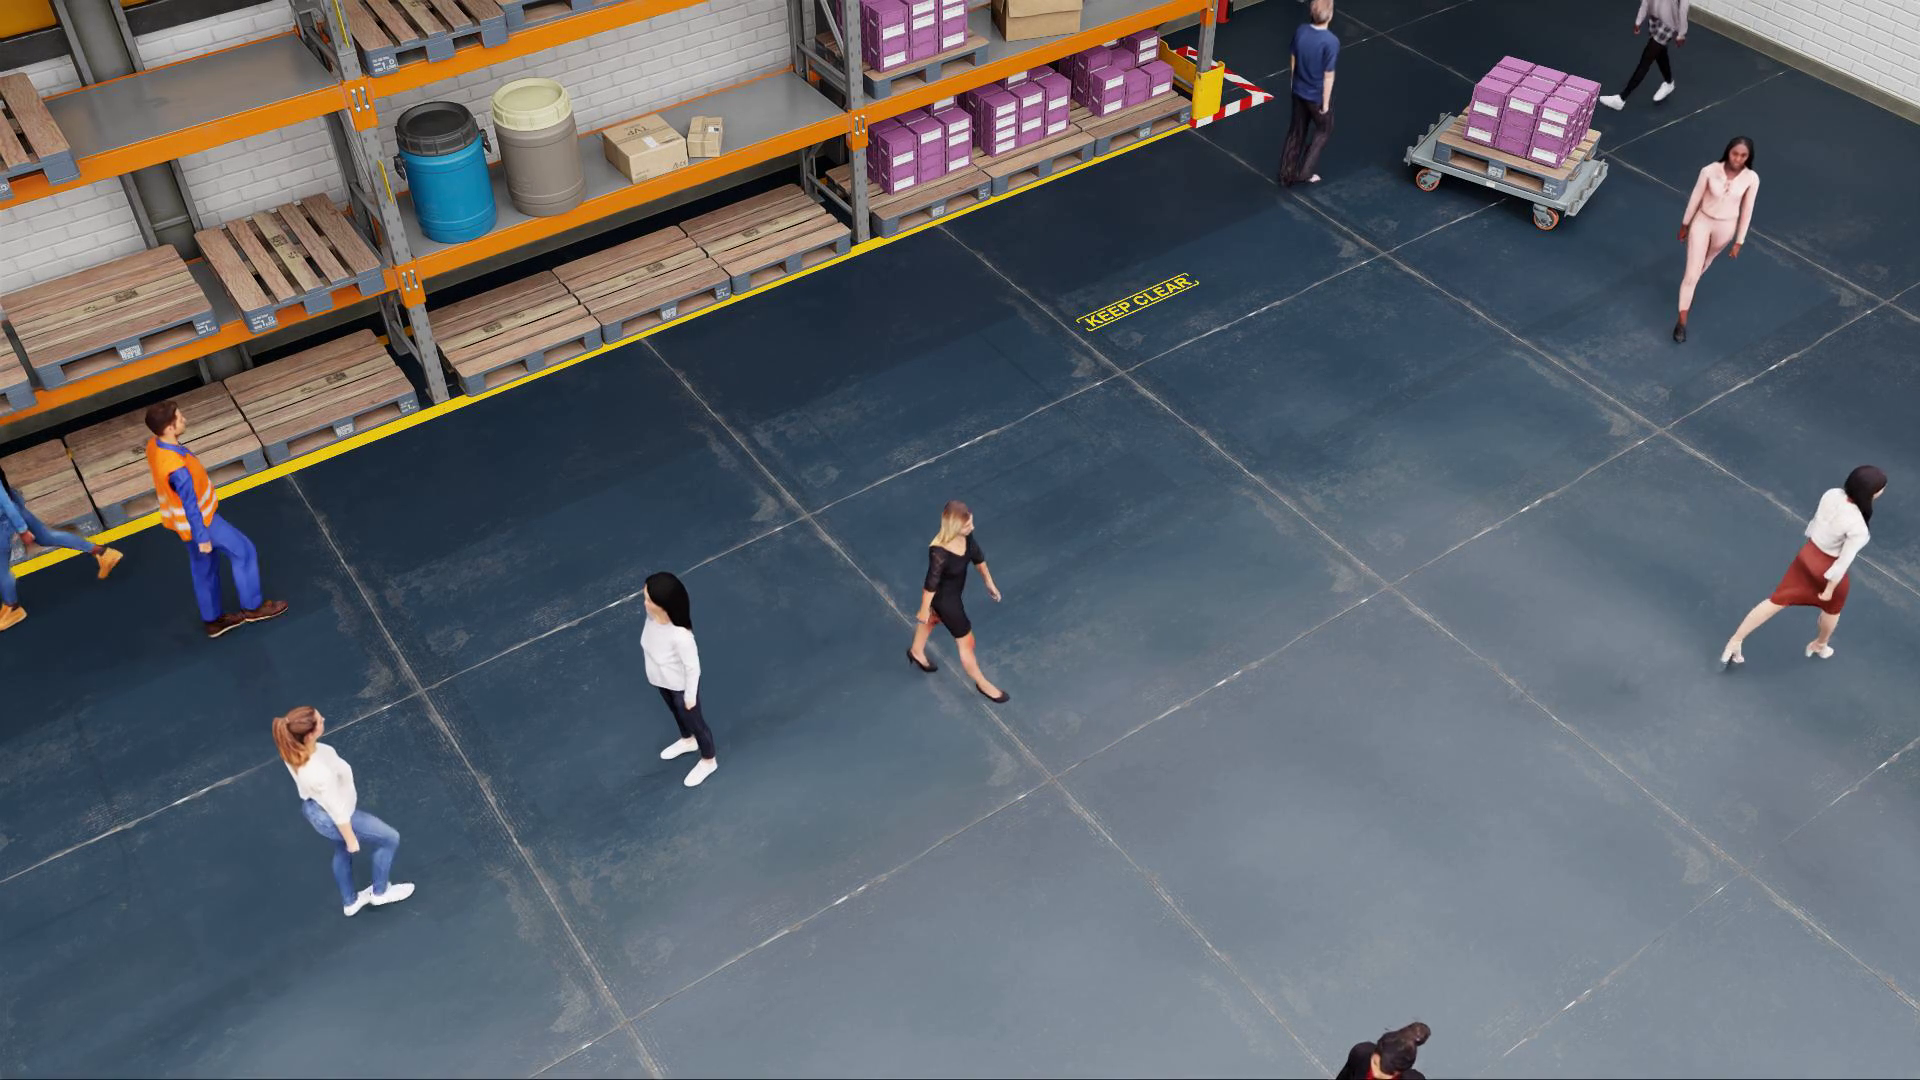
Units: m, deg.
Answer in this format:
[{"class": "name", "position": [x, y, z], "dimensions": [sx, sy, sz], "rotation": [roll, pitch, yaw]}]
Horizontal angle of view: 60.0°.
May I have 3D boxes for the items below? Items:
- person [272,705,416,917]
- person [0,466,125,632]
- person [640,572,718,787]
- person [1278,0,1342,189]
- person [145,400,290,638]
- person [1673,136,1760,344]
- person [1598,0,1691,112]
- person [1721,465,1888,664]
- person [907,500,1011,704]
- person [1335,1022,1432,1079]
[{"class": "person", "position": [-3.538, 1.582, 9.243], "dimensions": [0.687, 1.707, 0.676], "rotation": [-34, 53, -31]}, {"class": "person", "position": [-6.253, -0.166, 11.109], "dimensions": [1.211, 1.663, 0.655], "rotation": [-27, 50, -25]}, {"class": "person", "position": [-1.702, 0.822, 10.046], "dimensions": [0.556, 1.700, 0.630], "rotation": [-29, 51, -27]}, {"class": "person", "position": [3.101, -3.971, 14.963], "dimensions": [0.696, 1.857, 0.714], "rotation": [-33, 53, -30]}, {"class": "person", "position": [-5.087, -0.077, 10.893], "dimensions": [0.801, 1.833, 0.744], "rotation": [-29, 50, -27]}, {"class": "person", "position": [6.149, -2.543, 13.598], "dimensions": [1.083, 1.673, 1.230], "rotation": [13, 45, 14]}, {"class": "person", "position": [6.912, -5.014, 16.151], "dimensions": [1.260, 1.728, 0.847], "rotation": [-19, 47, -19]}, {"class": "person", "position": [5.434, 0.213, 10.677], "dimensions": [1.149, 1.710, 0.900], "rotation": [-7, 44, -7]}, {"class": "person", "position": [-0.161, 0.331, 10.609], "dimensions": [0.969, 1.633, 1.016], "rotation": [15, 46, 15]}, {"class": "person", "position": [1.954, 2.822, 7.990], "dimensions": [0.655, 1.640, 0.686], "rotation": [27, 50, 26]}]
